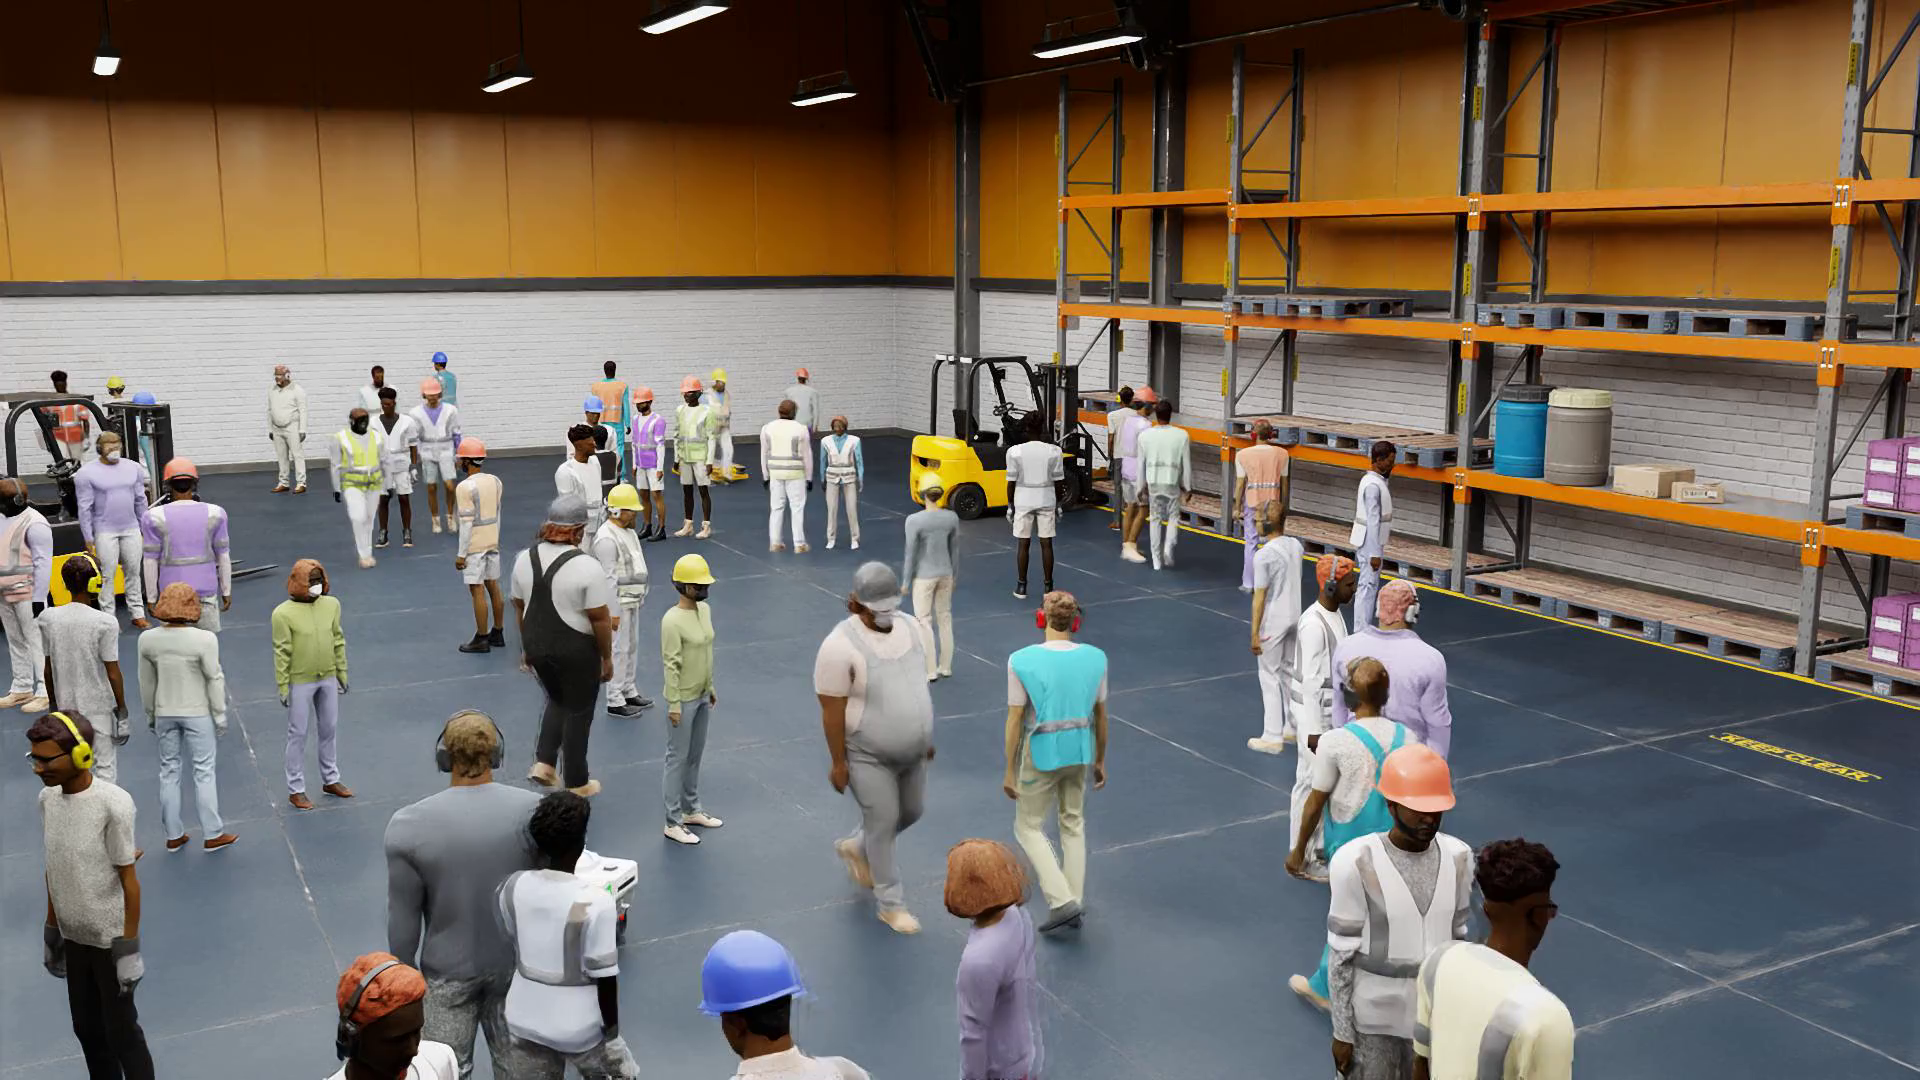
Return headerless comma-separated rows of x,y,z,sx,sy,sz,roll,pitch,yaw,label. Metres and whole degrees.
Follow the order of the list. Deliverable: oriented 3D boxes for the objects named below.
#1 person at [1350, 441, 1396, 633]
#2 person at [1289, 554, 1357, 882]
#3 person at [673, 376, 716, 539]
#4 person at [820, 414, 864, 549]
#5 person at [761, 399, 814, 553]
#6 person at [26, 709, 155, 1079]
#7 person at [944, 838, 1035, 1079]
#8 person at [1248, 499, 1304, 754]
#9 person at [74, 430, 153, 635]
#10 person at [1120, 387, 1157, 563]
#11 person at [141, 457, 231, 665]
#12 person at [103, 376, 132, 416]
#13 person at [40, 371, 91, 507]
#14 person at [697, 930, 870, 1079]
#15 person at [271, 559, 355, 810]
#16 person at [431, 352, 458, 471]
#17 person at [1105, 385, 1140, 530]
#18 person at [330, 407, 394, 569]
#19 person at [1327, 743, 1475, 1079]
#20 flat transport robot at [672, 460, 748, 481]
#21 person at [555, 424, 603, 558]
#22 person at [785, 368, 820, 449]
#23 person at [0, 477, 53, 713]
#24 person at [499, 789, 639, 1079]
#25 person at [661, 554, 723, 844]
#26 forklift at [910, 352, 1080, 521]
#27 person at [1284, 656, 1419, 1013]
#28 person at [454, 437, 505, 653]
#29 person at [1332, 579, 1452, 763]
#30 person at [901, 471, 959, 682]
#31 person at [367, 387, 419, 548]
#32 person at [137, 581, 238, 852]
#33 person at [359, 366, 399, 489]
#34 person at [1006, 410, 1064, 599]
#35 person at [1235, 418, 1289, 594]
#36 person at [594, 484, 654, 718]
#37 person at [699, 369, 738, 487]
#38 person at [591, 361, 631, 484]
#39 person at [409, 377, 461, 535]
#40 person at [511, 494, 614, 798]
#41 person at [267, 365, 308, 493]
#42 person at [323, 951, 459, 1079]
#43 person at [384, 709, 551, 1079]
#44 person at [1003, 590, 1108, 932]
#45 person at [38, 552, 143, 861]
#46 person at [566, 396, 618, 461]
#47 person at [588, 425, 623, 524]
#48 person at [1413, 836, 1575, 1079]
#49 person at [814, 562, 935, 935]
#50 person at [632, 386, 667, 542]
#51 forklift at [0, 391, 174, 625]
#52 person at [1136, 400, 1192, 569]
3.682,0.064,14.863,0.390,1.914,0.588,2,10,12,person
2.081,1.007,9.536,0.360,1.880,0.575,5,11,25,person
-3.326,-1.025,20.759,0.607,2.044,0.372,5,11,25,person
-1.422,-0.701,20.074,0.536,1.635,0.311,0,10,2,person
-2.045,-0.751,19.815,0.647,1.836,0.430,3,10,17,person
-3.369,1.557,6.446,0.524,1.857,0.345,5,11,26,person
0.142,1.803,5.677,0.397,1.618,0.510,2,10,12,person
2.266,0.614,11.924,0.506,1.833,0.348,-9,13,-41,person
-7.927,-0.073,15.615,0.379,1.931,0.635,8,12,37,person
2.059,-0.758,19.281,0.534,2.023,0.652,-4,11,-22,person
-5.906,0.378,12.740,0.611,2.030,0.410,-7,12,-34,person
-12.270,-1.503,24.300,0.304,1.772,0.525,3,10,19,person
-12.562,-1.420,23.391,0.620,1.907,1.024,-5,11,-27,person
-0.489,1.929,4.136,0.644,1.907,0.513,-9,13,-41,person
-4.193,0.919,10.767,0.266,1.628,0.501,7,12,34,person
-8.445,-2.104,27.238,0.402,1.949,0.605,3,10,14,person
2.124,-1.054,21.425,0.514,1.872,0.328,-2,10,-11,person
-6.716,-0.585,18.856,0.652,1.818,0.763,-9,14,-43,person
1.525,1.636,5.738,0.543,1.939,0.371,-3,10,-16,person
-3.981,-1.121,26.408,0.652,0.197,1.431,-7,12,-34,flat transport robot
-3.574,-0.128,15.812,0.364,1.966,0.610,4,11,20,person
-2.557,-1.915,26.849,0.570,1.702,0.887,-1,10,-7,person
-7.350,0.423,13.000,0.627,1.844,0.429,5,11,28,person
-1.414,1.728,5.972,0.550,1.668,0.466,5,11,27,person
-1.630,0.953,10.165,0.328,1.767,0.531,3,10,18,person
0.460,-1.461,22.833,2.313,2.155,1.214,-5,11,-28,forklift
1.809,1.410,7.462,0.520,1.797,0.976,-5,11,-27,person
-4.326,0.045,14.893,0.361,1.940,0.543,4,11,21,person
2.259,1.144,8.680,0.638,1.902,0.407,8,13,40,person
-0.240,0.308,13.915,0.534,1.770,0.360,-7,12,-35,person
-6.875,-0.881,20.150,0.609,1.965,0.368,-2,10,-9,person
-4.631,1.058,9.943,0.501,1.632,0.280,1,10,4,person
-8.730,-1.690,25.098,0.615,1.867,0.818,-6,12,-33,person
0.772,-0.367,17.189,0.607,1.966,0.367,0,10,-2,person
3.148,-0.344,17.394,0.566,1.850,0.389,-1,10,-5,person
-2.602,0.466,12.824,0.403,1.818,0.606,1,10,5,person
-3.651,-1.690,25.256,0.605,1.802,0.698,-9,13,-42,person
-5.364,-1.796,25.590,0.587,1.911,0.397,1,10,5,person
-6.601,-1.045,20.951,0.623,2.014,0.696,-3,10,-16,person
-2.543,0.692,10.881,0.702,2.000,0.539,5,11,26,person
-9.999,-1.638,24.682,0.644,1.907,0.400,3,10,17,person
-1.431,1.934,4.172,0.355,1.887,0.573,5,11,25,person
-1.772,1.574,6.146,0.636,1.928,0.387,-5,11,-26,person
0.525,1.179,8.732,0.603,1.814,0.504,-4,11,-21,person
-5.052,1.000,9.640,0.510,1.861,0.324,1,10,8,person
-4.220,-0.694,19.165,0.606,1.941,0.413,-5,11,-27,person
-3.918,-0.417,18.264,0.321,1.693,0.530,7,12,35,person
1.485,1.810,4.788,0.780,1.924,0.646,-2,10,-13,person
-0.482,1.038,8.887,0.805,2.000,0.730,10,14,44,person
-3.876,-0.941,20.610,0.545,1.929,0.388,7,12,37,person
-9.026,-0.363,16.508,1.214,2.155,2.313,6,11,29,forklift
2.307,-0.620,18.799,0.647,1.908,0.423,3,10,14,person
